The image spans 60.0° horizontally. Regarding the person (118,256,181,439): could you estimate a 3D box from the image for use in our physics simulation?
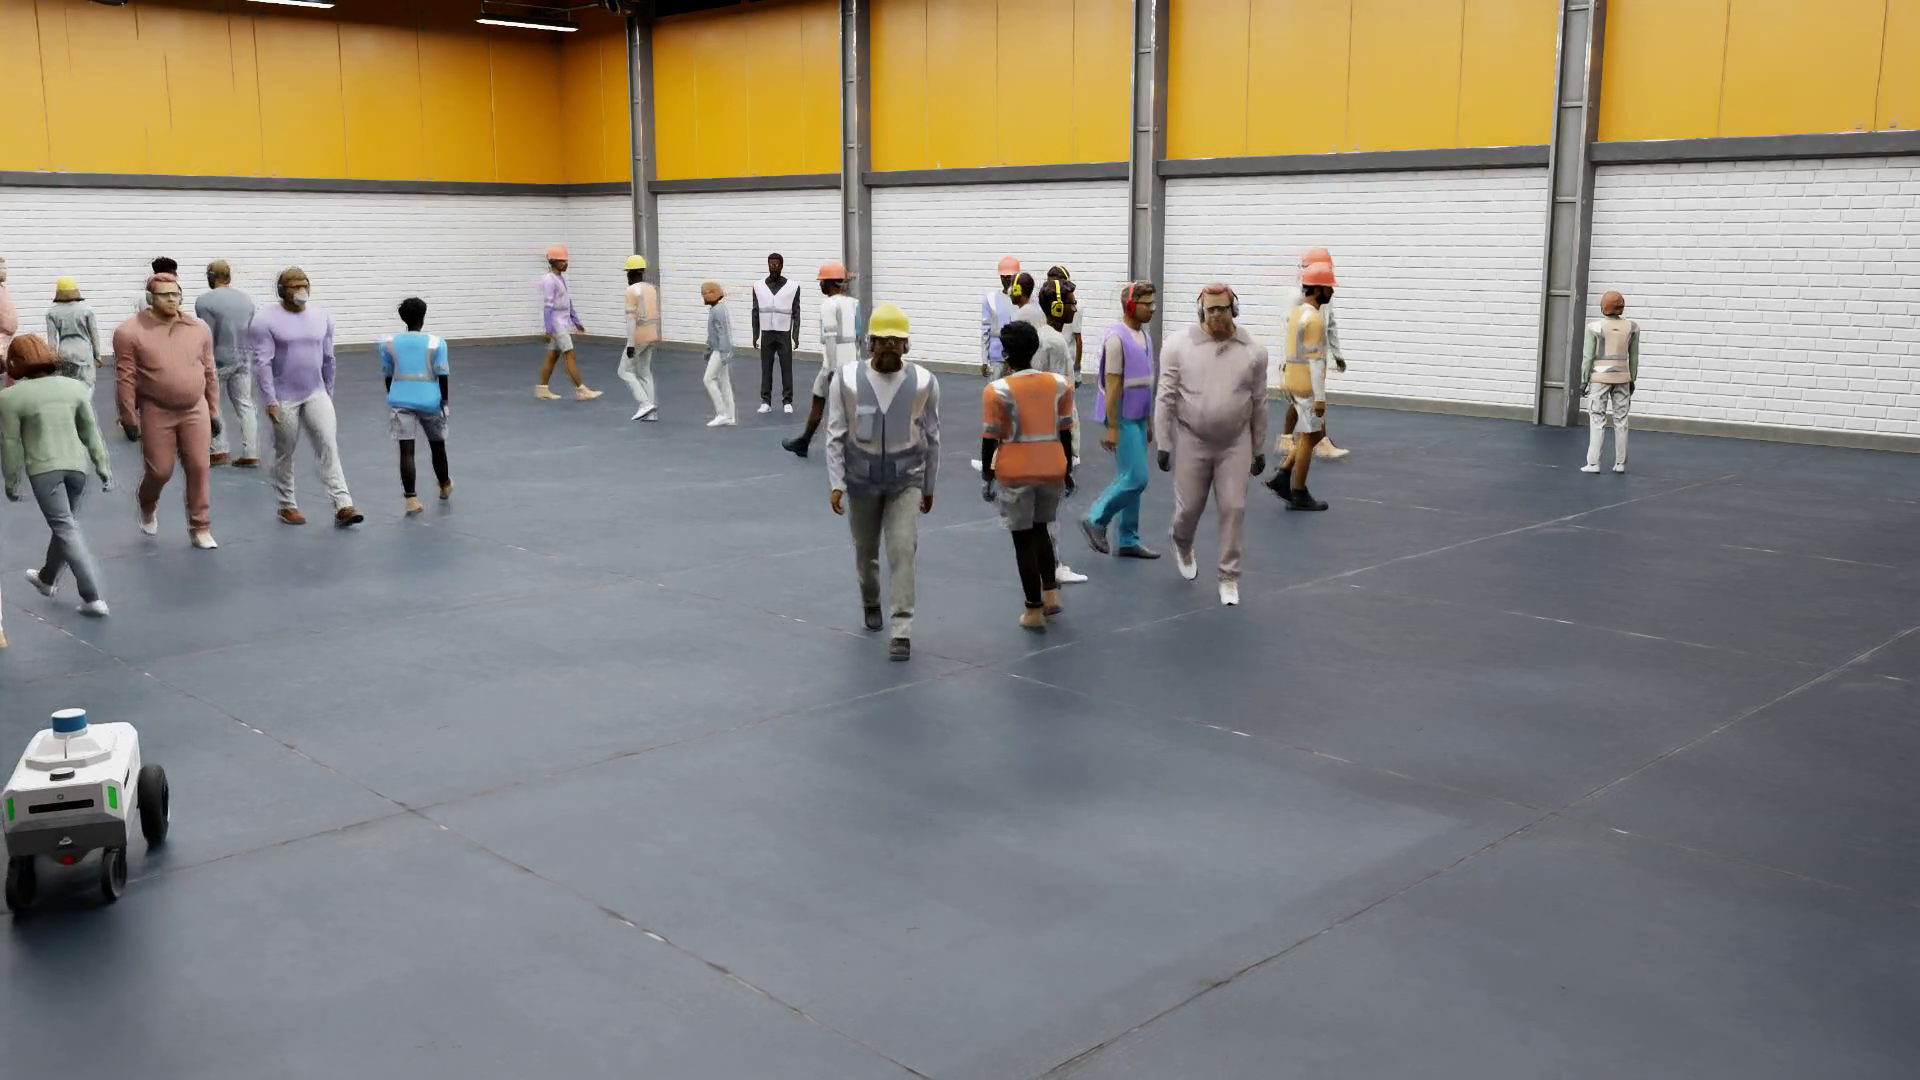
[{"bbox_3d":[-8.354,-1.987,17.307,0.975,1.928,0.591,3,11,15],"label":"person"}]

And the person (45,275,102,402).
[{"bbox_3d":[-9.443,-1.961,17.714,0.483,1.718,0.765,-2,11,-12],"label":"person"}]

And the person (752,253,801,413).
[{"bbox_3d":[-2.211,-2.485,20.040,0.592,1.916,0.392,0,10,2],"label":"person"}]

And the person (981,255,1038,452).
[{"bbox_3d":[0.474,-1.757,16.004,0.552,1.937,0.356,0,10,-1],"label":"person"}]

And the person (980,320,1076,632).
[{"bbox_3d":[0.346,-0.347,9.001,0.548,1.673,0.481,-5,11,-25],"label":"person"}]

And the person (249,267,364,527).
[{"bbox_3d":[-4.758,-1.014,12.057,0.629,1.890,0.983,-9,14,-42],"label":"person"}]

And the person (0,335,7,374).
[{"bbox_3d":[-9.448,-1.734,15.816,0.797,1.964,0.637,8,13,39],"label":"person"}]

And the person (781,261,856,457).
[{"bbox_3d":[-1.220,-1.709,15.891,1.008,1.878,0.569,5,12,26],"label":"person"}]

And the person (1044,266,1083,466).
[{"bbox_3d":[0.931,-1.593,15.365,0.363,1.853,0.493,-9,14,-40],"label":"person"}]

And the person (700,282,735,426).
[{"bbox_3d":[-2.743,-2.077,18.624,0.475,1.610,0.511,-2,11,-11],"label":"person"}]

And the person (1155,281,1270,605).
[{"bbox_3d":[1.476,-0.590,9.817,0.678,1.882,0.650,0,10,2],"label":"person"}]

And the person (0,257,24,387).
[{"bbox_3d":[-11.203,-2.344,19.340,0.760,1.885,0.673,-2,11,-10],"label":"person"}]

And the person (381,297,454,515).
[{"bbox_3d":[-4.213,-1.057,12.957,0.539,1.642,0.875,-1,10,-7],"label":"person"}]

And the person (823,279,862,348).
[{"bbox_3d":[-1.525,-2.586,21.472,0.521,1.594,0.871,0,10,-1],"label":"person"}]

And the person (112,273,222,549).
[{"bbox_3d":[-5.419,-0.881,11.389,0.652,1.889,0.662,-10,14,-43],"label":"person"}]

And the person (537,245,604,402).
[{"bbox_3d":[-5.073,-2.771,21.387,0.907,2.000,0.618,0,10,-3],"label":"person"}]

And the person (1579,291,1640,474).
[{"bbox_3d":[5.809,-1.402,14.895,0.517,1.636,0.314,0,10,-2],"label":"person"}]

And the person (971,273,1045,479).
[{"bbox_3d":[0.528,-1.391,14.374,0.981,1.801,0.663,5,11,24],"label":"person"}]

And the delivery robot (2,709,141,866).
[{"bbox_3d":[-2.948,0.807,5.542,0.477,0.478,0.707,-4,11,-21],"label":"delivery robot"}]

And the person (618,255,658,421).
[{"bbox_3d":[-3.677,-2.294,19.009,0.424,1.908,0.607,4,11,19],"label":"person"}]

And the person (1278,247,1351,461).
[{"bbox_3d":[3.429,-1.753,15.778,0.944,2.000,0.623,9,13,39],"label":"person"}]

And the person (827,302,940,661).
[{"bbox_3d":[-0.394,-0.338,8.647,0.577,1.802,0.891,0,10,-1],"label":"person"}]

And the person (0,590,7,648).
[{"bbox_3d":[-5.176,-0.333,8.502,0.634,1.841,0.429,10,14,44],"label":"person"}]

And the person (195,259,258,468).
[{"bbox_3d":[-6.775,-1.607,15.256,0.697,1.915,0.646,5,12,26],"label":"person"}]

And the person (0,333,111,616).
[{"bbox_3d":[-5.172,-0.377,9.435,0.898,1.572,0.519,6,12,31],"label":"person"}]

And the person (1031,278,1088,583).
[{"bbox_3d":[0.588,-0.668,10.253,0.319,1.871,0.532,-3,11,-15],"label":"person"}]

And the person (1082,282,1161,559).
[{"bbox_3d":[1.108,-0.771,10.909,0.438,1.831,0.600,5,12,26],"label":"person"}]

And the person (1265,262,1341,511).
[{"bbox_3d":[2.699,-1.173,12.845,0.421,1.924,0.570,-1,10,-4],"label":"person"}]
